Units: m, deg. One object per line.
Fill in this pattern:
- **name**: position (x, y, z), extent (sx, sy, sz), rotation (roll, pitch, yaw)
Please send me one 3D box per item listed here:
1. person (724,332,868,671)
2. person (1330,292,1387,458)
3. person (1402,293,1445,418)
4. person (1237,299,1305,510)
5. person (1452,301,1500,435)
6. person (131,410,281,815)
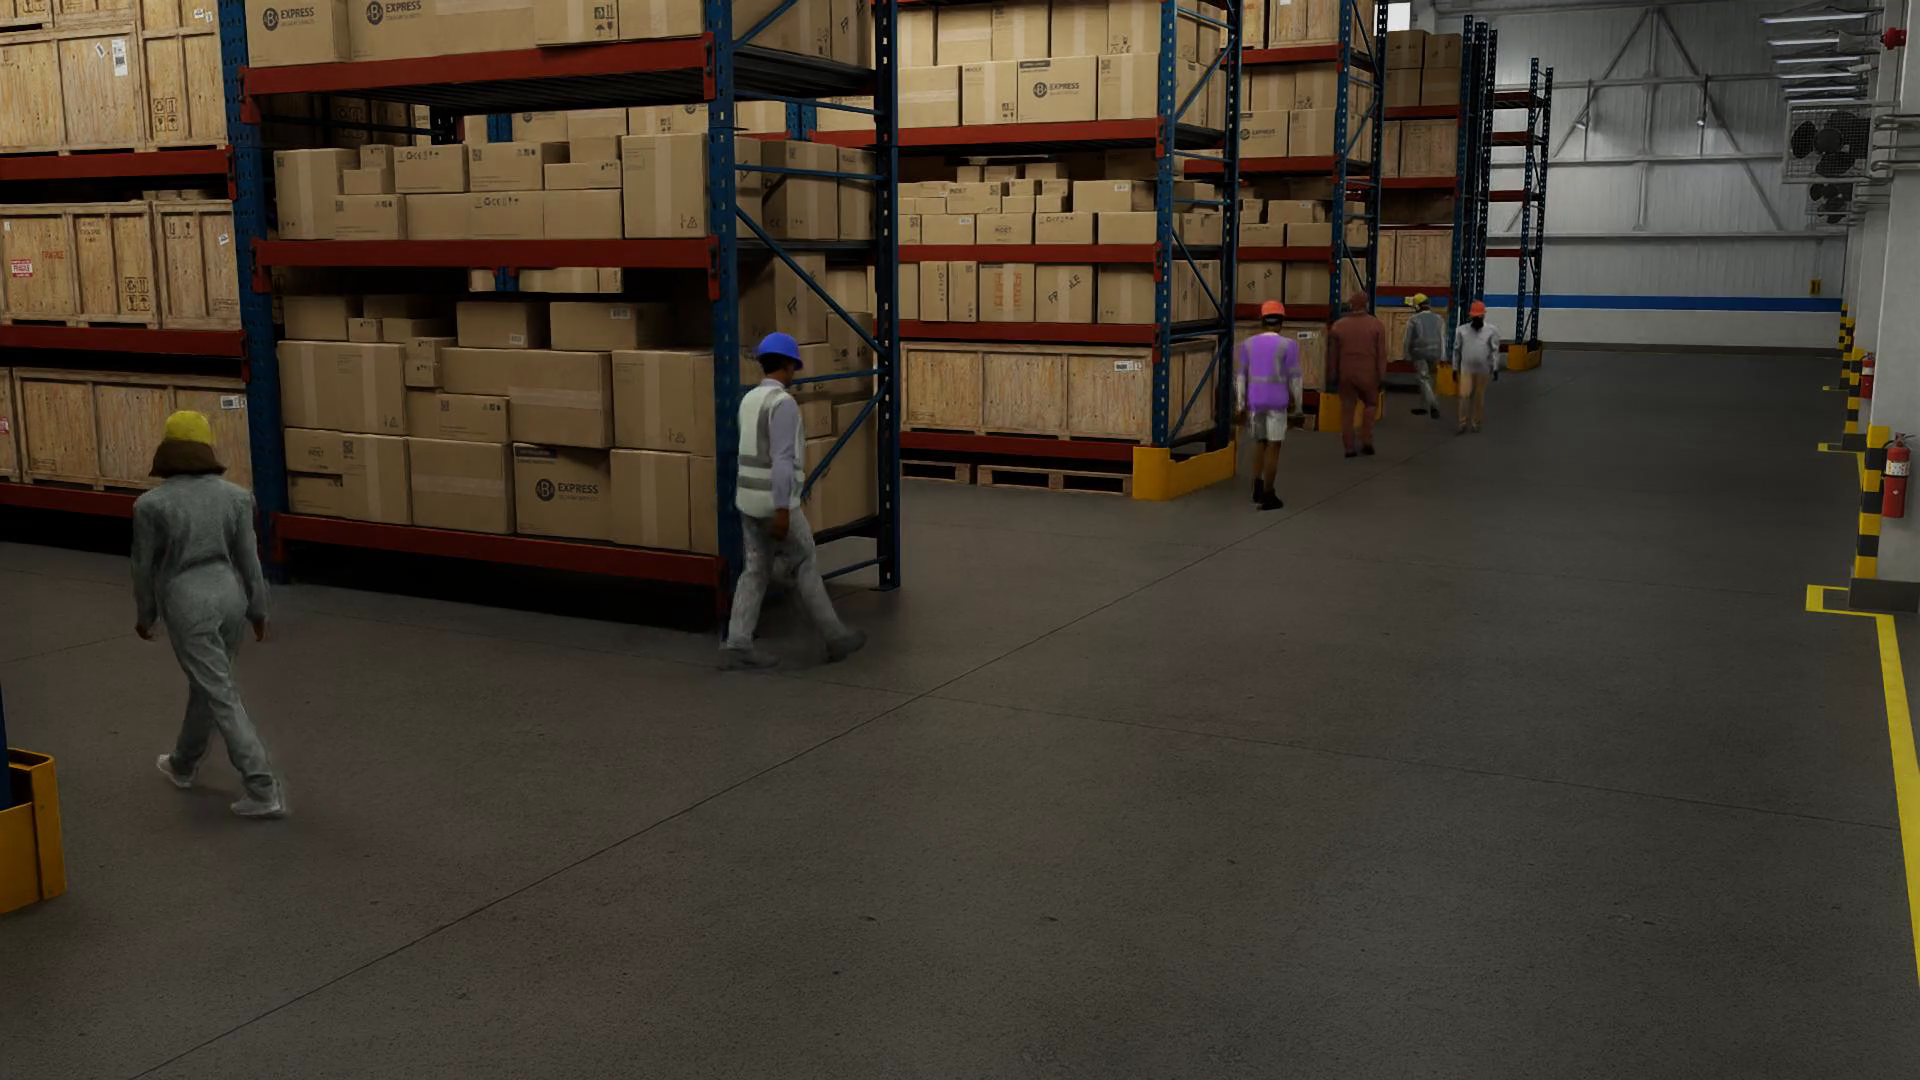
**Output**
- **person**: position (-0.953, -0.213, 9.364), extent (0.905, 1.879, 0.678), rotation (-6, 11, -31)
- **person**: position (4.599, -1.899, 19.100), extent (0.681, 1.884, 0.686), rotation (5, 11, 28)
- **person**: position (6.631, -2.619, 23.605), extent (0.593, 1.784, 0.802), rotation (-4, 11, -23)
- **person**: position (2.833, -1.232, 15.184), extent (0.580, 1.905, 0.489), rotation (8, 12, 38)
- **person**: position (6.592, -2.186, 21.282), extent (0.590, 1.707, 0.871), rotation (3, 10, 17)
- **person**: position (-3.198, 0.299, 6.983), extent (0.948, 1.674, 0.485), rotation (7, 12, 34)
